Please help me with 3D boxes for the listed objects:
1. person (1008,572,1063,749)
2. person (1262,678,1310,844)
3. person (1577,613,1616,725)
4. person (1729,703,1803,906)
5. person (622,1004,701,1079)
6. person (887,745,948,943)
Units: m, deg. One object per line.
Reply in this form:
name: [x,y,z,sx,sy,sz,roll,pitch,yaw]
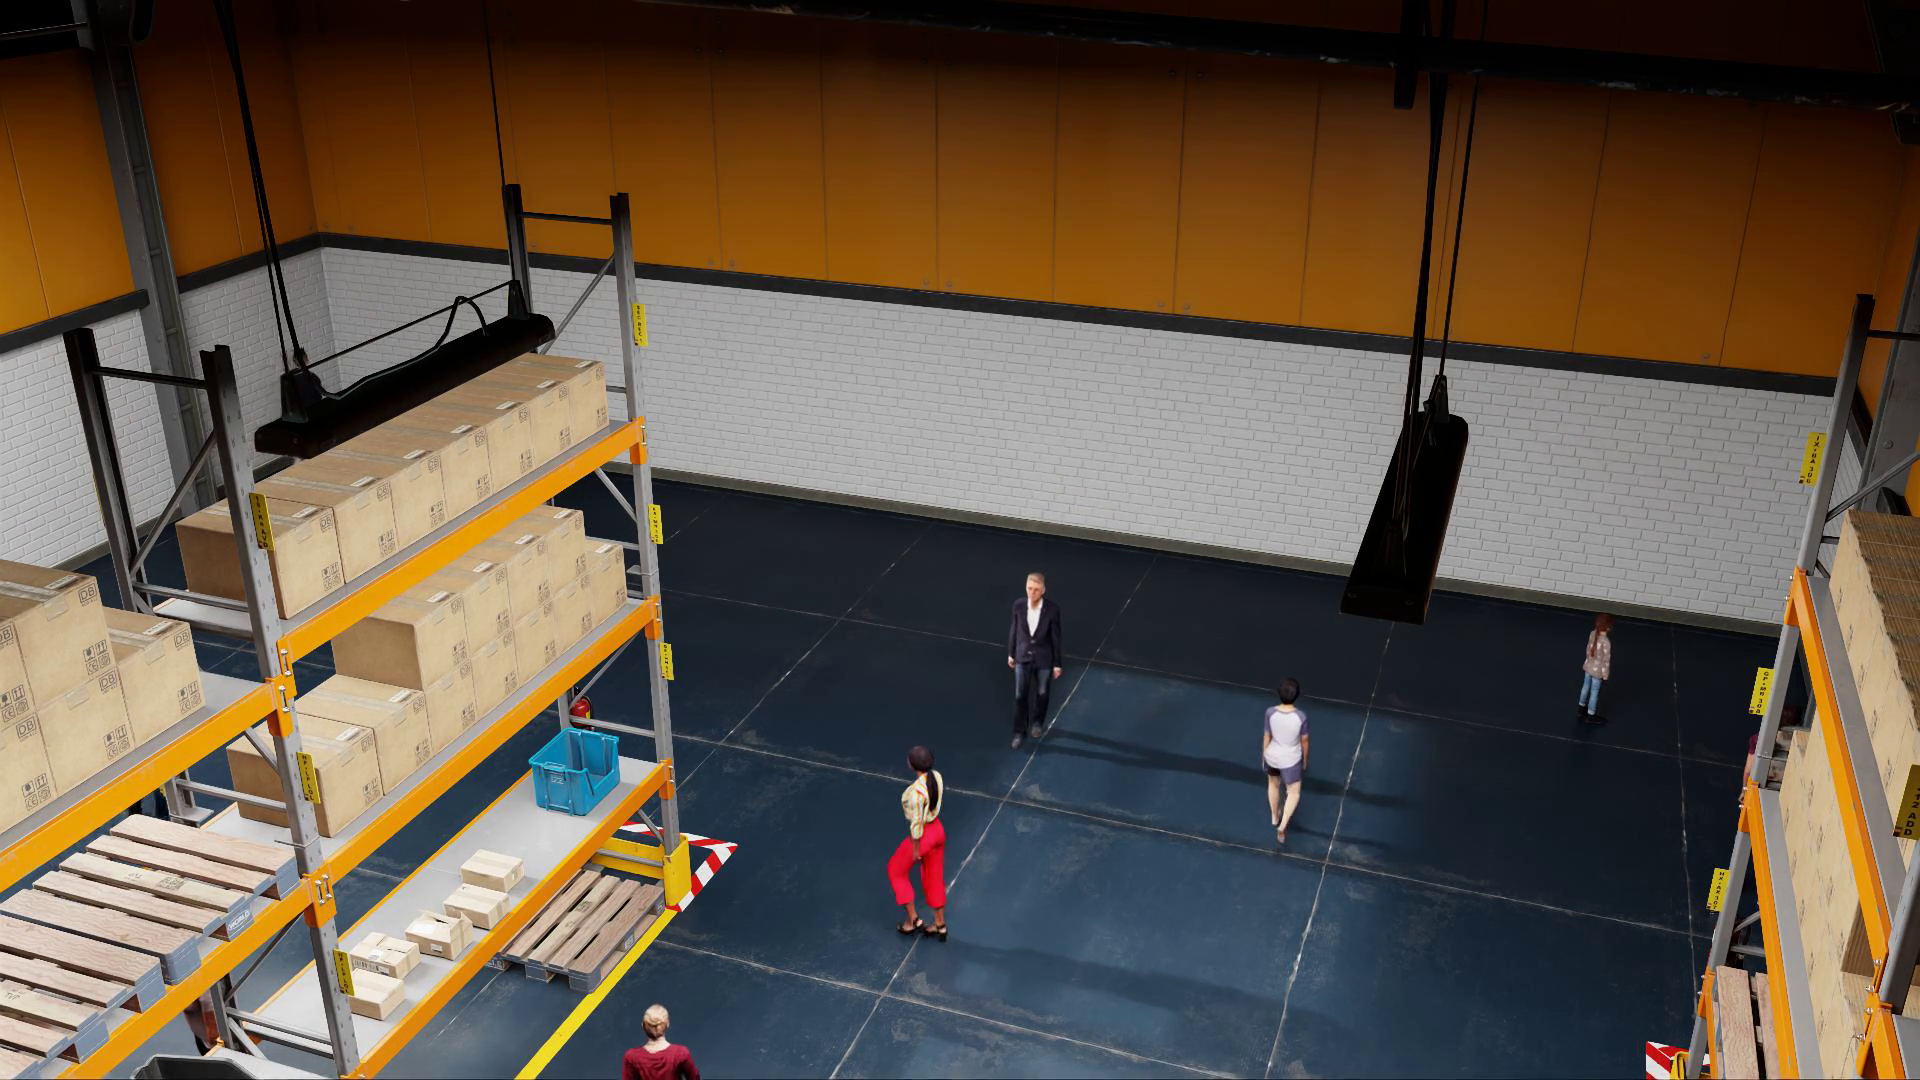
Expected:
person: [0.762,1.109,16.460,0.766,1.801,0.887,5,24,12]
person: [2.879,1.967,14.815,0.603,1.546,0.886,11,26,23]
person: [6.437,1.282,16.821,0.621,1.194,0.537,-6,24,-14]
person: [6.781,2.193,13.913,0.725,1.855,0.737,-20,30,-37]
person: [-1.899,3.742,10.626,0.927,1.648,1.179,-2,24,-3]
person: [-0.211,2.476,13.371,0.740,1.770,0.715,15,28,30]
